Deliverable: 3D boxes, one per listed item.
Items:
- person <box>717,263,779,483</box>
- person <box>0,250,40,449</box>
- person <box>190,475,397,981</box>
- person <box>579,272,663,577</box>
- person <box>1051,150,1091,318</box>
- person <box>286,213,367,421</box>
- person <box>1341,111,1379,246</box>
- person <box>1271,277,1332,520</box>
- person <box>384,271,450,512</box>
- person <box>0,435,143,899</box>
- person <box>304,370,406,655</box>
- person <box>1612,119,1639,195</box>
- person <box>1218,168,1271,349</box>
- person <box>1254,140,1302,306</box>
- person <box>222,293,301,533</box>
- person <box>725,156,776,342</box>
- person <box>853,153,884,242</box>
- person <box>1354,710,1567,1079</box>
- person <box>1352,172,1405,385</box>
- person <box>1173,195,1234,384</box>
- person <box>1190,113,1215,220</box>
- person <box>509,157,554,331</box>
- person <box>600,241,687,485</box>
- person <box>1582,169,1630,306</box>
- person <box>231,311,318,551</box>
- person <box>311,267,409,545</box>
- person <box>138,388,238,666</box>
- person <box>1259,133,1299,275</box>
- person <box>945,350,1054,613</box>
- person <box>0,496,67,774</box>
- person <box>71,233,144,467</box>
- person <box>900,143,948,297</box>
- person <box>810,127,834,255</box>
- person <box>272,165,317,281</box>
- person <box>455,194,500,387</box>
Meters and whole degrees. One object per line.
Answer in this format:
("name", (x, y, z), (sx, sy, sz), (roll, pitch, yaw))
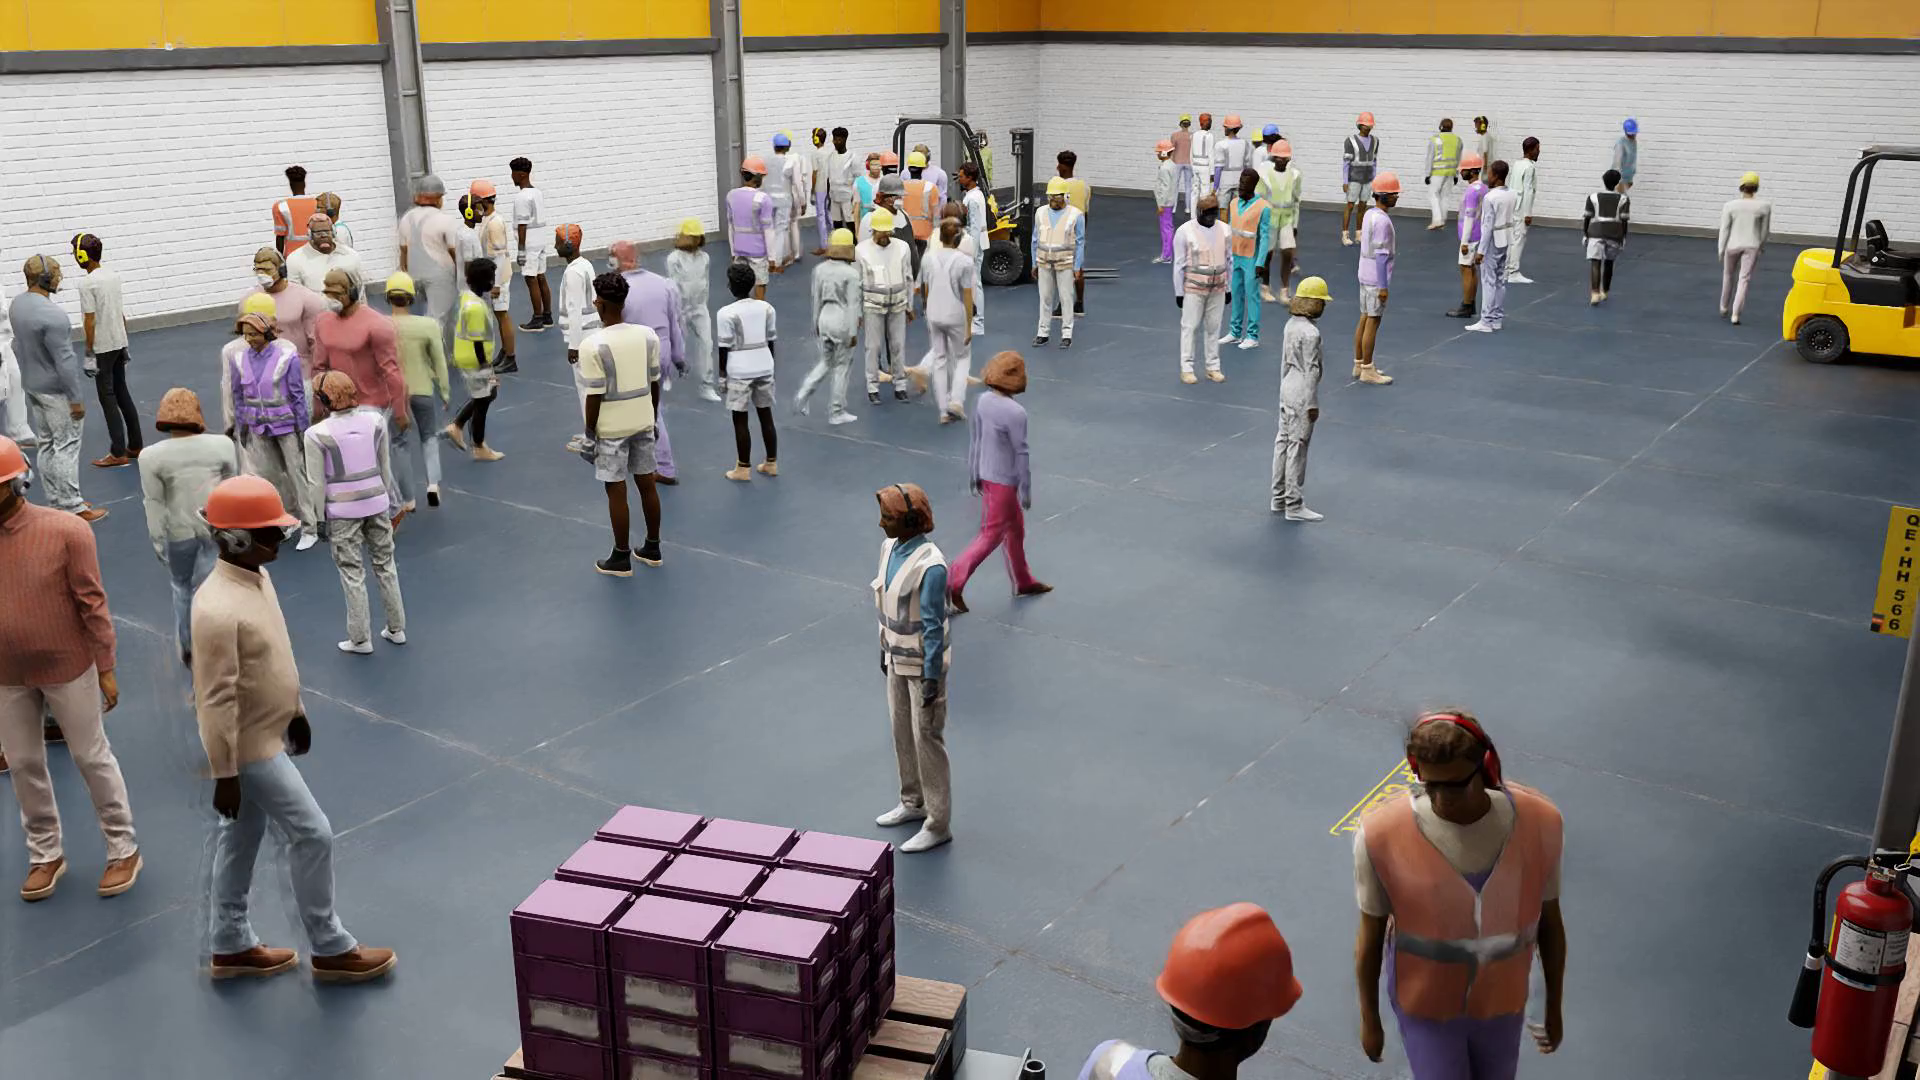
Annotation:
("person", (-1.642, -1.293, 12.882), (0.544, 1.687, 0.329), (-16, 24, -41))
("person", (-7.992, -1.601, 13.574), (0.735, 1.862, 0.581), (-7, 19, -22))
("person", (-2.486, 0.717, 6.124), (0.843, 1.962, 0.641), (-4, 18, -12))
("person", (-2.175, -0.736, 10.683), (0.367, 1.962, 0.601), (15, 23, 38))
("person", (1.270, -3.614, 19.686), (0.627, 1.962, 0.365), (-16, 23, -40))
("person", (-5.349, -1.822, 14.174), (0.648, 1.907, 0.401), (-12, 21, -34))
("person", (6.197, -5.573, 25.687), (0.615, 2.038, 0.395), (-7, 19, -21))
("person", (2.457, -1.015, 11.920), (0.313, 1.739, 0.485), (-3, 18, -9))
("person", (-3.982, -1.057, 12.030), (0.557, 1.747, 0.449), (-7, 19, -20))
("person", (-3.739, 0.520, 6.729), (0.629, 1.979, 0.410), (-2, 18, -6))
("person", (-3.423, -0.154, 9.411), (0.323, 1.630, 0.502), (15, 23, 39))
("person", (10.523, -5.748, 26.483), (0.512, 1.896, 0.684), (15, 23, 40))
("person", (3.094, -3.043, 17.968), (0.392, 1.922, 0.590), (-12, 21, -33))
("person", (3.921, -3.876, 20.427), (0.627, 2.004, 0.903), (-3, 18, -8))
("person", (-4.747, -0.803, 11.329), (0.570, 1.702, 0.671), (-9, 20, -26))
("person", (-2.246, -3.151, 18.137), (0.612, 2.030, 0.404), (11, 21, 31))
("person", (-1.083, -3.945, 20.942), (0.562, 1.835, 0.401), (-9, 20, -26))
("person", (1.366, 1.266, 4.670), (0.617, 1.801, 0.752), (-2, 18, -5))
("person", (4.076, -2.546, 16.215), (0.377, 2.045, 0.605), (0, 18, 0))
("person", (2.379, -2.447, 16.254), (0.634, 1.833, 0.429), (-6, 19, -19))
("person", (4.063, -6.159, 27.774), (0.355, 1.884, 0.573), (-10, 20, -29))
("person", (-4.880, -3.356, 18.896), (0.378, 1.958, 0.599), (1, 18, 5))
("person", (-2.516, -1.371, 12.846), (0.853, 1.853, 0.691), (12, 21, 33))
("person", (7.992, -3.748, 20.607), (0.540, 1.653, 0.845), (5, 18, 14))
("person", (-4.629, -0.738, 11.227), (0.523, 1.631, 0.324), (3, 18, 9))
("person", (-4.069, -0.890, 11.234), (0.652, 1.919, 0.448), (10, 20, 28))
("person", (-4.182, -0.048, 9.115), (0.494, 1.606, 0.611), (-10, 20, -28))
("person", (4.393, -4.641, 23.002), (0.605, 1.916, 1.043), (-6, 19, -19))
("person", (0.213, -0.357, 10.087), (0.818, 1.600, 0.513), (-8, 20, -24))
("person", (-4.627, 0.161, 7.926), (0.420, 1.940, 0.605), (-1, 18, -2))
("person", (-6.831, -1.512, 13.292), (0.332, 1.857, 0.527), (1, 18, 4))
("person", (-0.468, -4.045, 21.099), (0.635, 1.929, 0.385), (5, 18, 14))
("person", (-2.036, -5.189, 24.781), (0.332, 1.864, 0.509), (12, 21, 33))
("person", (-7.042, -3.038, 17.903), (0.608, 1.956, 0.385), (-11, 21, -31))
("person", (-4.686, -2.396, 16.052), (0.324, 1.861, 0.510), (-6, 19, -17))
